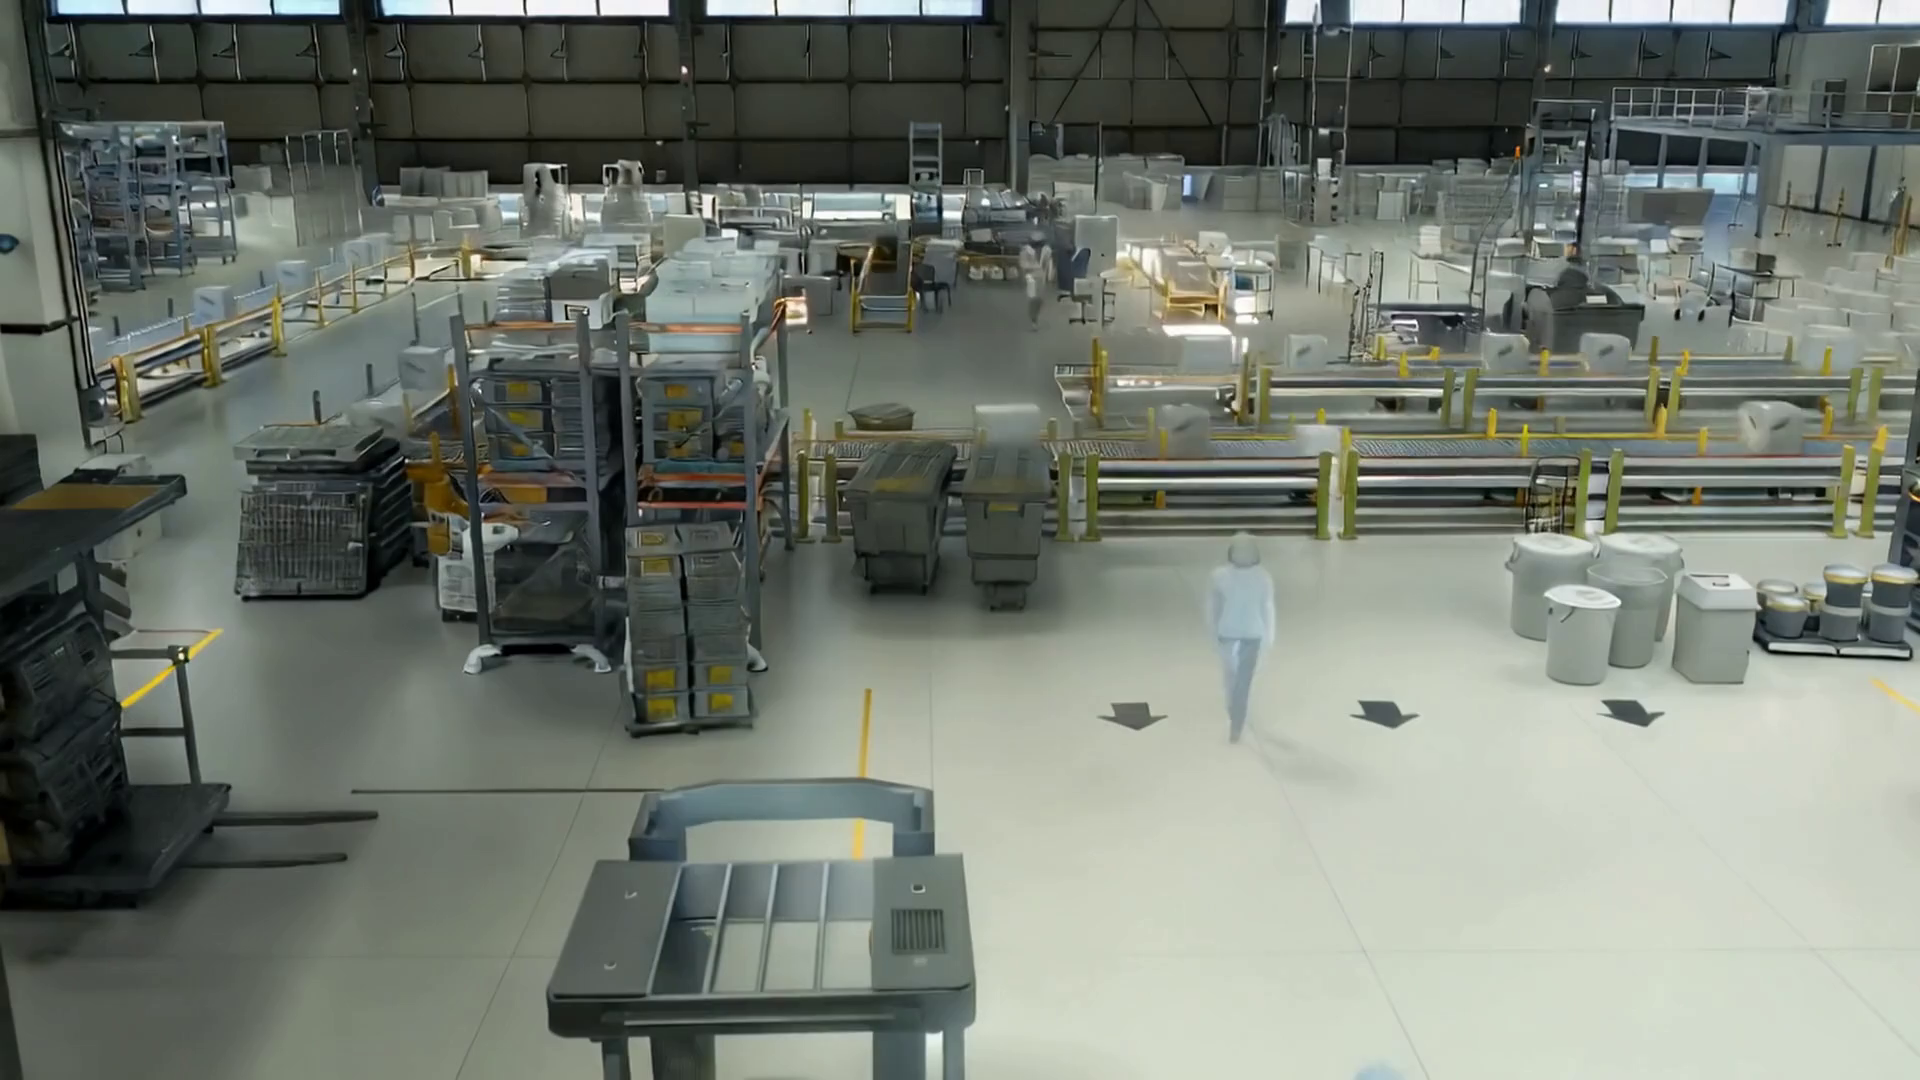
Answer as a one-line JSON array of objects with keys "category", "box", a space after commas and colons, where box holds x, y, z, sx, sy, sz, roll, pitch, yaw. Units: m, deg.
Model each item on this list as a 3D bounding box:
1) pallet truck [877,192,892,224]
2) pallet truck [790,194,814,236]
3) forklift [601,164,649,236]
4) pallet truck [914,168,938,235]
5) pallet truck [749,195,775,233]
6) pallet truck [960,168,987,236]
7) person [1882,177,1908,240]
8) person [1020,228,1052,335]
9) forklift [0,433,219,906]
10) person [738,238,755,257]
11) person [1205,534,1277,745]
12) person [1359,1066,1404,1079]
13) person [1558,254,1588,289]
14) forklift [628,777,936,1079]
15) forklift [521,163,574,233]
[{"category": "pallet truck", "box": [-2.277, -9.986, 50.594, 0.653, 1.274, 1.630, 0, 16, -1]}, {"category": "pallet truck", "box": [-4.814, -9.883, 50.259, 0.704, 1.261, 1.522, -1, 16, -3]}, {"category": "forklift", "box": [-9.948, -10.127, 49.296, 1.157, 1.987, 2.680, -1, 16, -3]}, {"category": "pallet truck", "box": [-0.989, -10.316, 50.507, 0.823, 1.965, 1.885, 1, 16, 3]}, {"category": "pallet truck", "box": [-6.051, -9.967, 50.660, 0.680, 1.201, 1.601, 0, 16, -1]}, {"category": "pallet truck", "box": [0.383, -10.230, 50.206, 0.823, 1.965, 1.885, -1, 16, -3]}, {"category": "person", "box": [27.587, -9.762, 48.956, 0.528, 1.802, 0.988, -2, 16, -6]}, {"category": "person", "box": [1.439, -4.987, 31.954, 0.613, 2.023, 0.786, -4, 16, -12]}, {"category": "forklift", "box": [-5.952, 0.780, 10.366, 1.873, 2.768, 1.129, 0, 16, -1]}, {"category": "person", "box": [-4.113, -4.766, 31.456, 0.742, 1.870, 0.722, -3, 16, -9]}, {"category": "person", "box": [2.185, 0.718, 12.865, 0.527, 1.585, 0.839, 5, 17, 17]}, {"category": "person", "box": [1.514, 2.640, 6.153, 0.512, 1.618, 0.639, 2, 16, 7]}, {"category": "person", "box": [10.761, -4.134, 29.354, 0.622, 1.816, 0.602, -11, 19, -33]}, {"category": "forklift", "box": [-0.542, 2.165, 5.552, 1.129, 2.768, 1.873, -1, 16, -2]}, {"category": "forklift", "box": [-12.233, -10.122, 49.298, 1.157, 1.987, 2.680, 0, 16, -1]}]
